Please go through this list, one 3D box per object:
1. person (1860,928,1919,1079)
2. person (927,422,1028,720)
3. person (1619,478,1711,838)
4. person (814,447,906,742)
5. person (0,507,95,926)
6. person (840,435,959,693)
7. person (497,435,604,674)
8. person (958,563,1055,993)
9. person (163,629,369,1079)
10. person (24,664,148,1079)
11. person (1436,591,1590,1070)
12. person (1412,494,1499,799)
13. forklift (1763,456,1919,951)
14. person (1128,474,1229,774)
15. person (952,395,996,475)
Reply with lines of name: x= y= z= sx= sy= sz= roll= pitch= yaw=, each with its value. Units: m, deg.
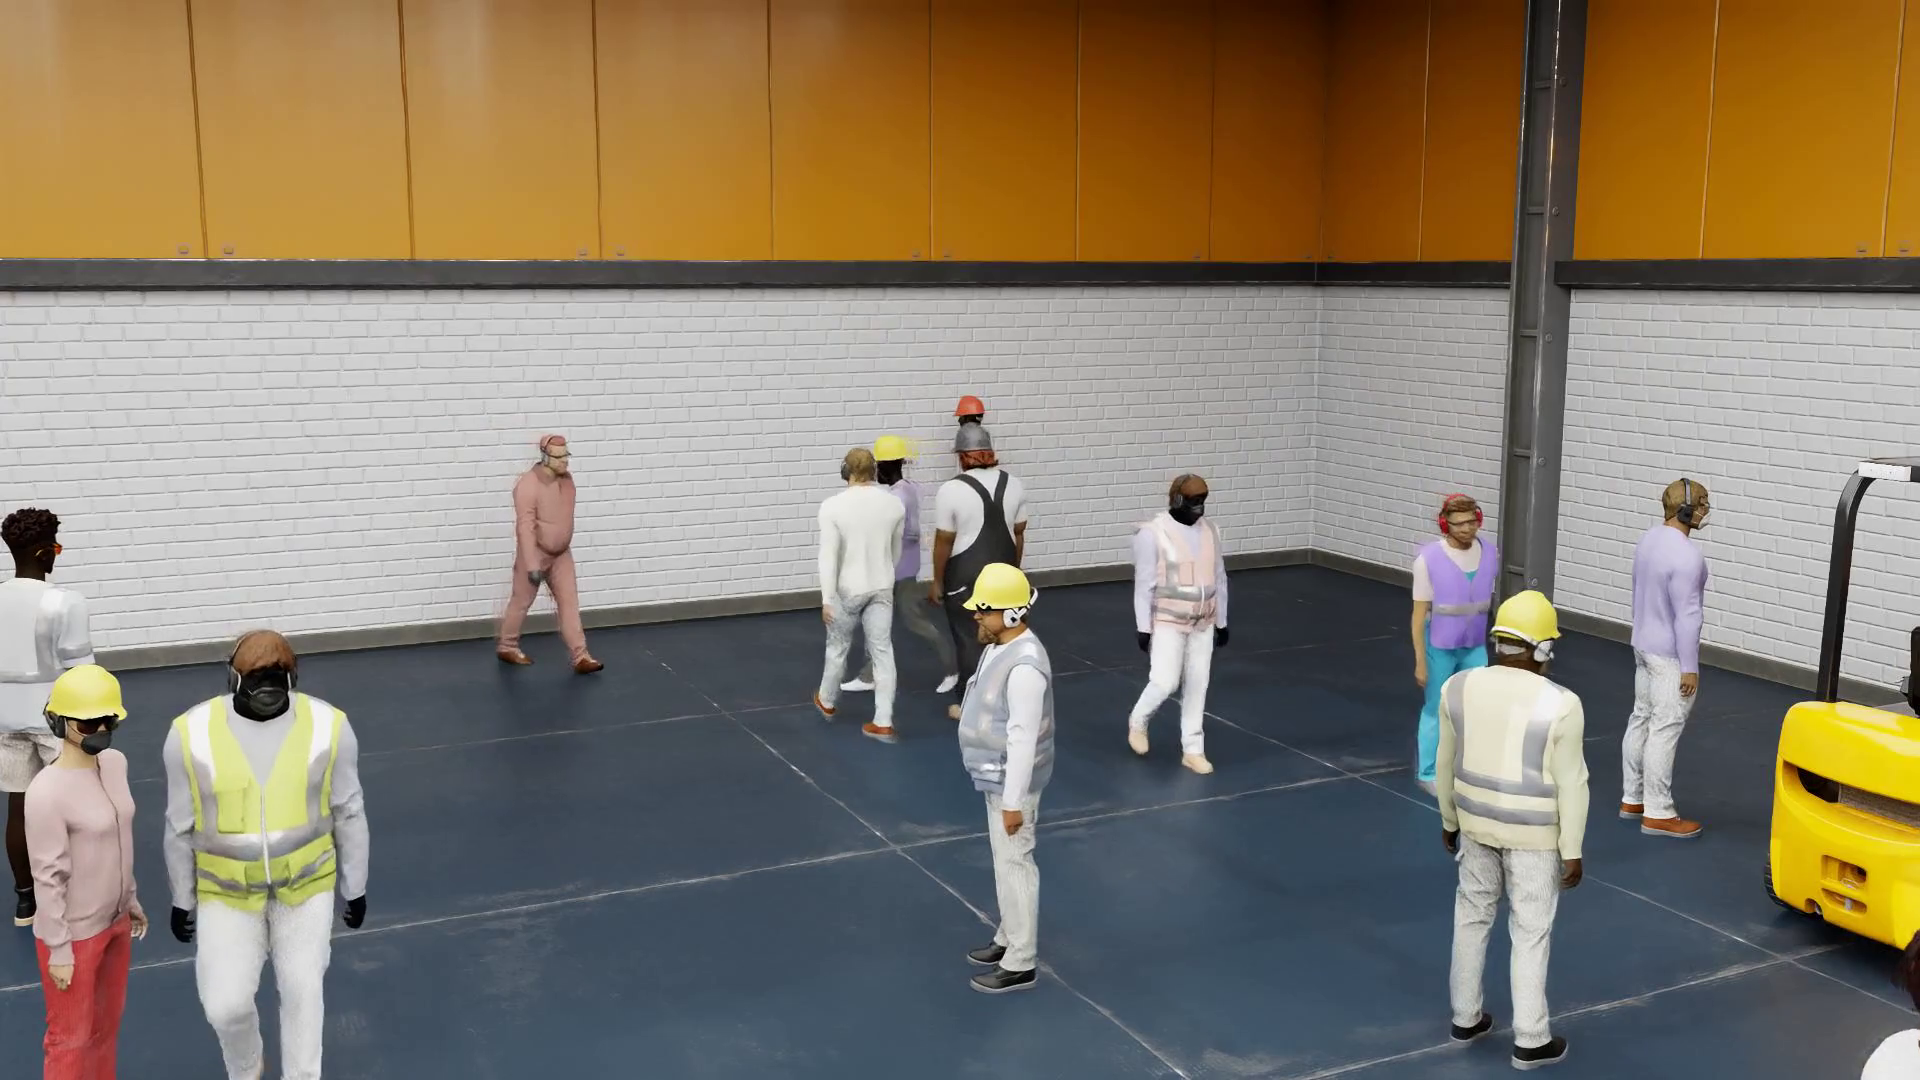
person: x=1.897 y=1.604 z=3.182 sx=0.404 sy=1.865 sz=0.533 roll=4 pitch=10 yaw=21
person: x=0.089 y=0.204 z=11.301 sx=0.691 sy=2.000 sz=0.536 roll=-6 pitch=11 yaw=-33
person: x=3.832 y=0.623 z=9.016 sx=0.352 sy=1.937 sz=0.635 roll=0 pitch=9 yaw=0
person: x=-0.683 y=0.333 z=10.978 sx=0.647 sy=1.886 sz=0.978 roll=-5 pitch=10 yaw=-26
person: x=-4.244 y=0.823 z=7.693 sx=0.607 sy=1.966 sz=0.374 roll=2 pitch=9 yaw=10
person: x=-0.384 y=0.184 z=11.925 sx=0.950 sy=1.890 sz=0.586 roll=0 pitch=9 yaw=-3
person: x=-3.152 y=0.106 z=12.610 sx=1.036 sy=1.832 sz=0.647 roll=5 pitch=11 yaw=31
person: x=0.195 y=0.997 z=7.056 sx=0.403 sy=1.828 sz=0.597 roll=-1 pitch=9 yaw=-6
person: x=-2.379 y=1.201 z=5.753 sx=0.657 sy=1.831 sz=0.429 roll=-4 pitch=10 yaw=-24
person: x=-2.863 y=1.275 z=5.516 sx=0.329 sy=1.765 sz=0.526 roll=0 pitch=9 yaw=1
person: x=2.126 y=1.101 z=6.393 sx=0.404 sy=1.827 sz=0.600 roll=-9 pitch=13 yaw=-43
person: x=2.793 y=0.626 z=9.406 sx=0.609 sy=1.802 sz=0.646 roll=-3 pitch=10 yaw=-20
forklift: x=4.857 y=0.731 z=7.561 sx=2.313 sy=2.155 sz=1.214 roll=-4 pitch=10 yaw=-25
person: x=1.337 y=0.497 z=10.147 sx=0.641 sy=1.822 sz=0.572 roll=-5 pitch=11 yaw=-30
person: x=0.110 y=-0.333 z=14.963 sx=0.378 sy=1.932 sz=0.551 roll=4 pitch=10 yaw=22
